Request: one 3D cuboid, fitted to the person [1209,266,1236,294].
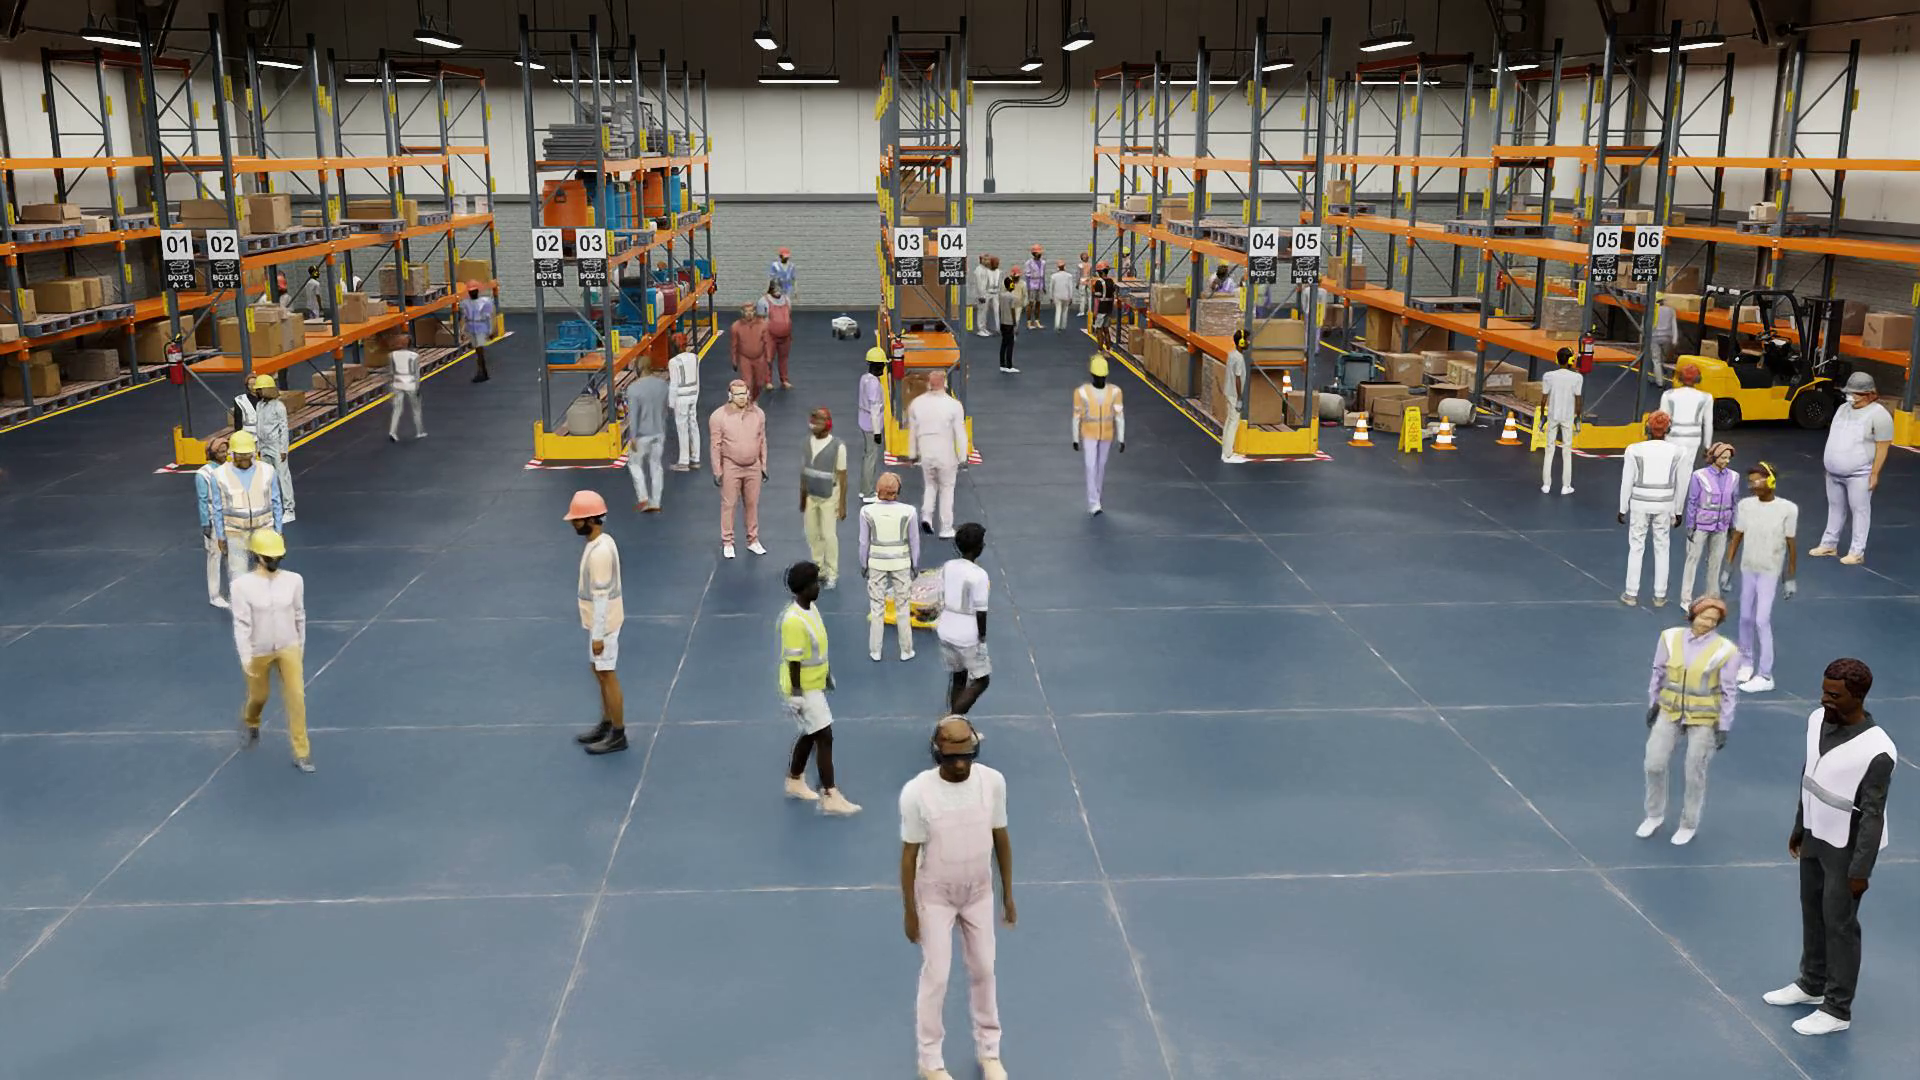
[{"bbox_3d":[5.679,-5.008,35.975,0.649,1.816,0.541,9,16,33],"label":"person"}]

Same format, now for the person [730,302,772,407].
[{"bbox_3d":[-3.398,-2.937,27.040,0.663,1.886,0.664,-5,14,-19],"label":"person"}]

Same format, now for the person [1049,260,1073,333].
[{"bbox_3d":[2.397,-5.768,39.431,0.570,1.712,0.813,2,13,9],"label":"person"}]

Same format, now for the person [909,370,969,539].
[{"bbox_3d":[-0.232,-0.954,18.621,0.702,1.886,0.410,6,14,23],"label":"person"}]

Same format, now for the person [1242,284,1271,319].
[{"bbox_3d":[6.382,-5.018,35.883,0.654,1.876,0.432,2,13,6],"label":"person"}]

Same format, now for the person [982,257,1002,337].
[{"bbox_3d":[0.756,-5.619,38.500,0.615,1.827,0.998,-7,15,-28],"label":"person"}]

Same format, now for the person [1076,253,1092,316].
[{"bbox_3d":[3.238,-6.651,43.300,0.515,1.641,0.315,-8,15,-30],"label":"person"}]

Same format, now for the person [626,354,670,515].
[{"bbox_3d":[-3.712,-1.242,19.805,0.418,1.920,0.656,13,18,43],"label":"person"}]

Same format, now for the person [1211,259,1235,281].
[{"bbox_3d":[5.917,-5.449,37.666,0.591,1.906,0.750,-4,14,-16],"label":"person"}]

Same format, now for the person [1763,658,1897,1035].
[{"bbox_3d":[4.333,1.496,8.217,0.397,1.911,0.588,-1,13,-3],"label":"person"}]

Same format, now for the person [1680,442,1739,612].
[{"bbox_3d":[7.051,-0.114,15.633,0.515,1.634,0.312,-2,13,-10],"label":"person"}]

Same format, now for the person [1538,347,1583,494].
[{"bbox_3d":[7.598,-1.510,21.047,0.518,1.865,0.330,7,15,27],"label":"person"}]

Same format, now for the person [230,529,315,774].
[{"bbox_3d":[-4.888,0.744,11.771,0.517,1.730,0.825,-10,17,-37],"label":"person"}]

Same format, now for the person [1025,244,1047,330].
[{"bbox_3d":[1.842,-6.089,40.056,0.605,2.045,0.378,-10,17,-37],"label":"person"}]

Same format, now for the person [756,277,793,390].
[{"bbox_3d":[-3.304,-3.749,30.151,0.690,2.000,0.538,-9,16,-34],"label":"person"}]

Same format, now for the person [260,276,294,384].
[{"bbox_3d":[-12.731,-3.935,31.043,0.627,2.007,0.965,-7,15,-26],"label":"person"}]

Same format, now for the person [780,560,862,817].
[{"bbox_3d":[-0.913,0.970,10.938,0.613,1.663,0.578,2,13,8],"label":"person"}]

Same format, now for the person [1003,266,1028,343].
[{"bbox_3d":[1.229,-5.252,37.180,0.569,1.728,0.408,-4,14,-18],"label":"person"}]

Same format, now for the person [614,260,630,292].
[{"bbox_3d":[-7.587,-5.468,37.538,0.392,1.991,0.613,3,14,11],"label":"person"}]

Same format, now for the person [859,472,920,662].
[{"bbox_3d":[-0.596,0.236,14.127,0.518,1.640,0.307,0,13,2],"label":"person"}]

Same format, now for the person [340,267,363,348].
[{"bbox_3d":[-13.305,-5.123,36.396,0.566,1.841,0.390,6,14,23],"label":"person"}]

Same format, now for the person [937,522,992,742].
[{"bbox_3d":[0.015,0.701,12.079,0.434,1.675,0.534,-10,16,-36],"label":"person"}]

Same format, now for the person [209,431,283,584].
[{"bbox_3d":[-6.475,-0.099,15.157,0.594,1.824,0.403,-8,15,-30],"label":"person"}]

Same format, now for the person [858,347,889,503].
[{"bbox_3d":[-1.061,-1.422,20.567,0.394,1.918,0.588,-2,13,-10],"label":"person"}]

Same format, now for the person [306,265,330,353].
[{"bbox_3d":[-13.765,-4.925,35.534,0.498,1.861,0.329,11,17,39],"label":"person"}]

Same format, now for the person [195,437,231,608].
[{"bbox_3d":[-7.043,-0.176,15.894,0.314,1.632,0.517,5,14,22],"label":"person"}]

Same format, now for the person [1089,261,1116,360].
[{"bbox_3d":[2.945,-4.740,34.391,0.408,2.028,0.610,11,17,38],"label":"person"}]

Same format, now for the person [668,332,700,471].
[{"bbox_3d":[-3.747,-1.877,22.555,0.356,1.885,0.572,7,15,29],"label":"person"}]

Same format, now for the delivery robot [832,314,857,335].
[{"bbox_3d":[-2.653,-4.955,38.242,0.477,0.478,0.707,-8,15,-29],"label":"delivery robot"}]

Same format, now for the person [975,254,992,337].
[{"bbox_3d":[0.566,-5.698,38.692,0.409,1.907,0.651,3,14,13],"label":"person"}]

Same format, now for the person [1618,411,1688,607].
[{"bbox_3d":[6.592,-0.298,15.863,0.585,1.882,0.337,3,14,13],"label":"person"}]

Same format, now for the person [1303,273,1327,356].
[{"bbox_3d":[7.481,-4.745,35.049,0.556,1.747,0.374,10,16,35],"label":"person"}]

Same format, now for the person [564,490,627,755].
[{"bbox_3d":[-2.624,0.589,12.024,0.380,1.930,0.542,-3,14,-14],"label":"person"}]

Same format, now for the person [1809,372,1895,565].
[{"bbox_3d":[9.371,-0.768,17.520,0.536,2.000,0.673,-5,14,-19],"label":"person"}]

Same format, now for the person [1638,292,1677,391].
[{"bbox_3d":[12.636,-3.602,30.148,0.599,1.747,0.998,1,13,4],"label":"person"}]

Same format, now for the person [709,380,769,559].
[{"bbox_3d":[-2.342,-0.765,17.794,0.651,1.907,0.409,-8,15,-30],"label":"person"}]

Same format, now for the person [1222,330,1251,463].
[{"bbox_3d":[3.839,-1.992,23.112,0.334,1.861,0.498,-1,13,-4],"label":"person"}]

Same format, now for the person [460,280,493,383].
[{"bbox_3d":[-9.058,-3.874,30.971,0.564,1.896,0.906,3,14,12],"label":"person"}]

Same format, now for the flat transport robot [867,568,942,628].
[{"bbox_3d":[-0.301,0.540,15.772,0.652,0.197,1.431,5,14,20],"label":"flat transport robot"}]

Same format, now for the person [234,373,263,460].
[{"bbox_3d":[-8.560,-1.219,20.290,0.513,1.641,0.307,-7,15,-26],"label":"person"}]

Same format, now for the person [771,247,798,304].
[{"bbox_3d":[-4.155,-5.919,39.375,0.636,2.021,0.464,-6,15,-24],"label":"person"}]

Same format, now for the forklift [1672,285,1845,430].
[{"bbox_3d":[12.503,-2.886,26.166,2.313,2.155,1.214,-1,13,-3],"label":"forklift"}]

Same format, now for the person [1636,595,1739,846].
[{"bbox_3d":[4.506,1.135,10.353,0.469,1.613,0.548,-13,18,-43],"label":"person"}]

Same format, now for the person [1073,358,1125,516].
[{"bbox_3d":[1.666,-1.242,19.912,0.588,1.870,0.974,-2,13,-10],"label":"person"}]

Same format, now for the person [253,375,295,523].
[{"bbox_3d":[-8.036,-1.064,19.410,0.493,1.743,0.295,7,15,28],"label":"person"}]

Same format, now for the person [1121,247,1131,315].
[{"bbox_3d":[4.352,-6.810,43.699,0.305,1.772,0.525,-2,13,-10],"label":"person"}]

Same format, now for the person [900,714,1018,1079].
[{"bbox_3d":[-0.006,1.660,7.675,0.540,1.835,0.388,-5,14,-19],"label":"person"}]

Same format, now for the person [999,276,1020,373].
[{"bbox_3d":[0.938,-4.209,32.478,0.316,1.866,0.555,-8,16,-31],"label":"person"}]

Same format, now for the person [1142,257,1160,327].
[{"bbox_3d":[4.589,-5.936,40.077,0.556,1.726,0.554,-11,17,-39],"label":"person"}]

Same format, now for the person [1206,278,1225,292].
[{"bbox_3d":[5.421,-4.766,35.358,0.494,1.615,0.347,-5,14,-19],"label":"person"}]

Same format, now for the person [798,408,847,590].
[{"bbox_3d":[-1.360,-0.409,16.501,0.650,1.828,0.408,10,17,37],"label":"person"}]

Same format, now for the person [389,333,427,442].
[{"bbox_3d":[-8.294,-2.269,24.809,0.512,1.607,0.772,2,13,6],"label":"person"}]

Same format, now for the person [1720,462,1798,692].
[{"bbox_3d":[6.454,0.294,13.485,0.561,1.839,0.536,-9,16,-35],"label":"person"}]

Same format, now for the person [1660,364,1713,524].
[{"bbox_3d":[8.533,-1.153,19.589,0.596,1.829,0.985,6,15,25],"label":"person"}]

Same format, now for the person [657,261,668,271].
[{"bbox_3d":[-7.167,-5.907,40.163,0.275,1.631,0.507,-8,16,-32],"label":"person"}]
